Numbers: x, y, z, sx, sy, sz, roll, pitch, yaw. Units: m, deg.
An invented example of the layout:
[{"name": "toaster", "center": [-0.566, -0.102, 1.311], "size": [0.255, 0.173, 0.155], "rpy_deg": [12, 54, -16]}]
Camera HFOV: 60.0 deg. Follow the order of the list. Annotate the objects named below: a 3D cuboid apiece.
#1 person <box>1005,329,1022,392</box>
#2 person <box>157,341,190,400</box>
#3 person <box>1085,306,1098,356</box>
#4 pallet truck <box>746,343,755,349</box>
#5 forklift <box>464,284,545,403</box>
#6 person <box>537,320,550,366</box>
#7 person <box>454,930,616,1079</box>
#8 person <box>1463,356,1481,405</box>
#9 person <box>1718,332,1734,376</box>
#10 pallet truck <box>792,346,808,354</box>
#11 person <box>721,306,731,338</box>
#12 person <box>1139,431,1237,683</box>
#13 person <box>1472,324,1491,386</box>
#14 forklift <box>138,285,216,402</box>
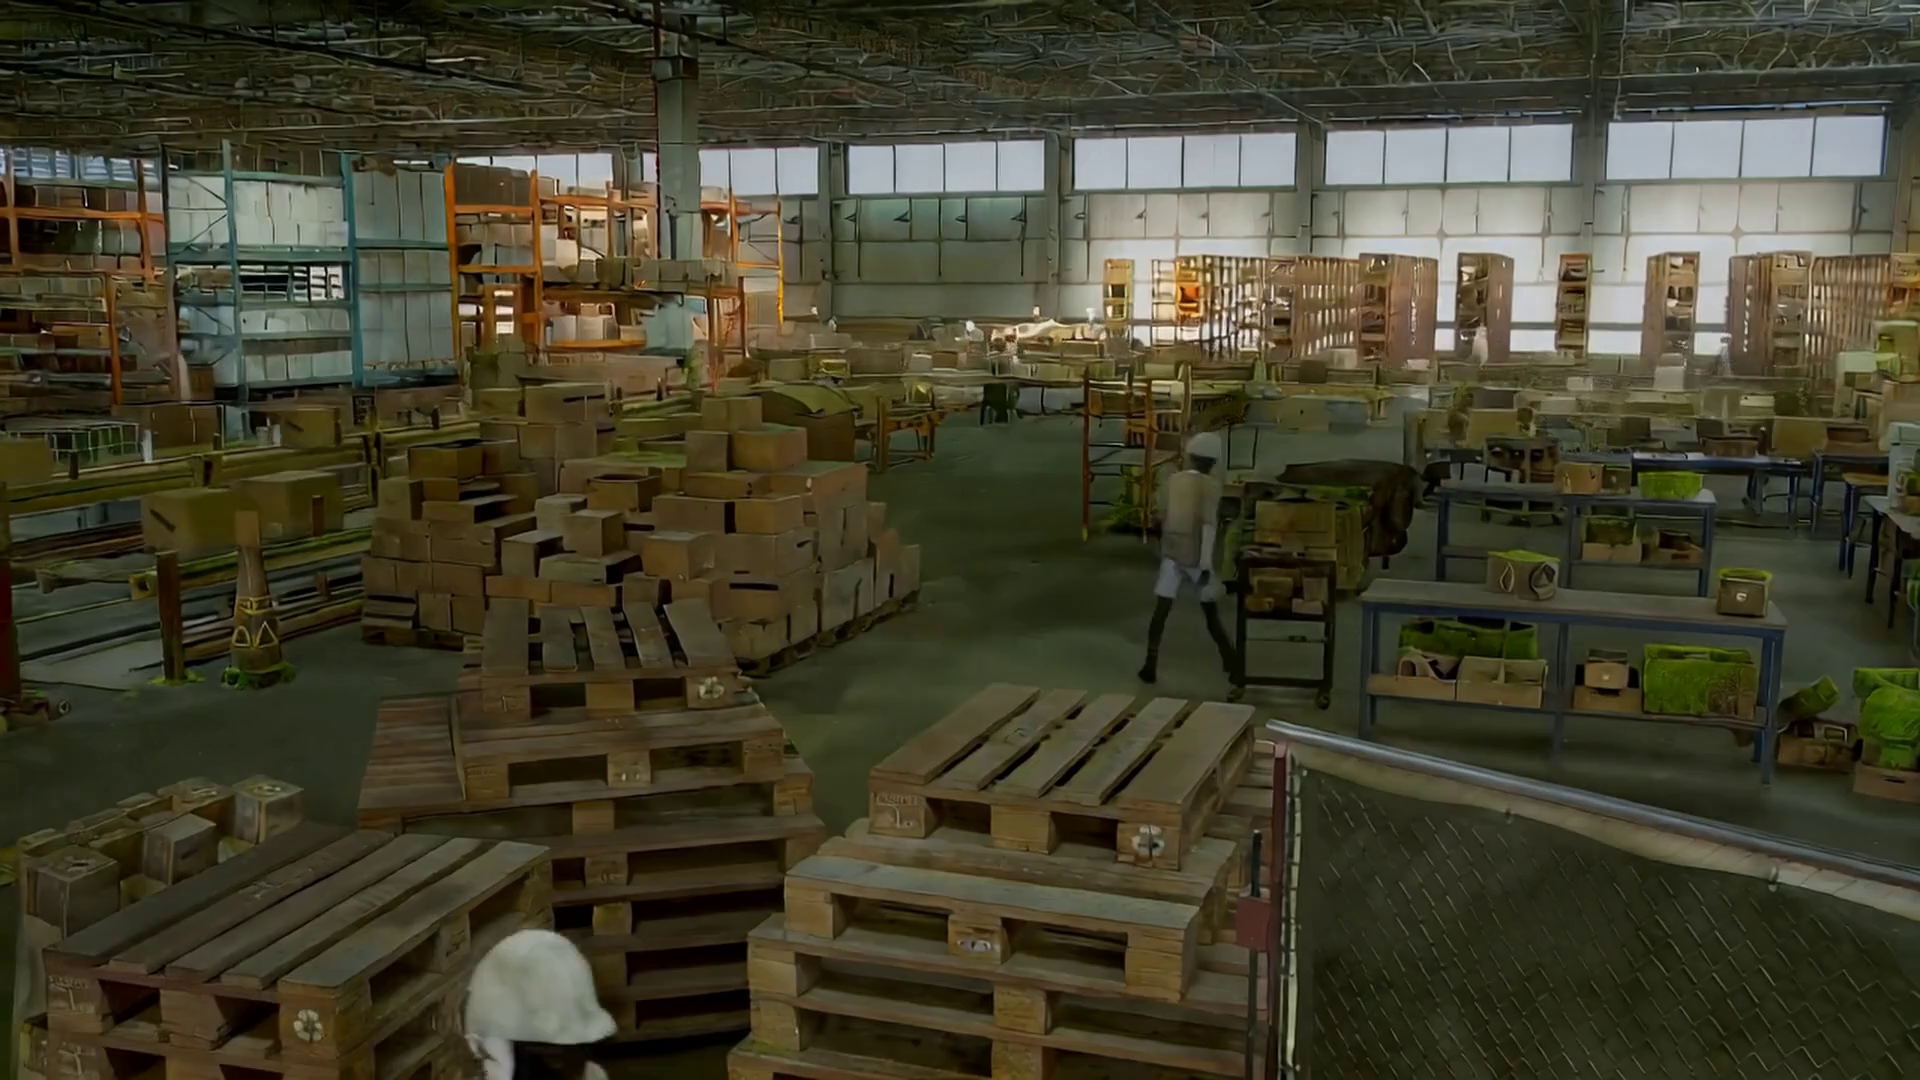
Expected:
[{"name": "person", "center": [1.160, -3.950, 38.264], "size": [0.812, 1.809, 0.598], "rpy_deg": [1, 9, 8]}, {"name": "person", "center": [-13.853, -2.562, 29.273], "size": [0.650, 1.893, 0.622], "rpy_deg": [3, 10, 21]}, {"name": "person", "center": [4.283, -6.554, 53.935], "size": [0.490, 2.026, 0.628], "rpy_deg": [0, 9, 2]}, {"name": "pallet truck", "center": [-6.183, -4.618, 44.264], "size": [1.601, 1.201, 0.680], "rpy_deg": [-9, 12, -43]}, {"name": "forklift", "center": [-10.832, -4.702, 39.610], "size": [1.129, 2.768, 1.873], "rpy_deg": [3, 10, 20]}, {"name": "person", "center": [-12.284, -5.647, 49.032], "size": [0.329, 1.767, 0.529], "rpy_deg": [-4, 10, -25]}, {"name": "person", "center": [-0.875, 1.622, 3.238], "size": [0.519, 1.812, 0.608], "rpy_deg": [5, 10, 27]}, {"name": "person", "center": [9.264, -2.540, 30.099], "size": [0.870, 1.586, 0.501], "rpy_deg": [1, 9, 8]}, {"name": "person", "center": [17.496, -3.924, 38.260], "size": [0.583, 1.745, 0.534], "rpy_deg": [5, 10, 30]}, {"name": "pallet truck", "center": [-3.705, -4.298, 42.022], "size": [0.653, 1.274, 1.630], "rpy_deg": [3, 10, 20]}, {"name": "person", "center": [-8.334, -7.297, 58.857], "size": [0.403, 1.938, 0.602], "rpy_deg": [5, 10, 28]}, {"name": "person", "center": [1.742, 0.113, 12.539], "size": [0.623, 1.865, 0.983], "rpy_deg": [8, 12, 43]}, {"name": "person", "center": [12.534, -4.300, 40.275], "size": [0.941, 1.873, 0.652], "rpy_deg": [5, 10, 29]}, {"name": "forklift", "center": [-17.480, -4.200, 36.461], "size": [1.873, 2.768, 1.129], "rpy_deg": [3, 10, 19]}]
